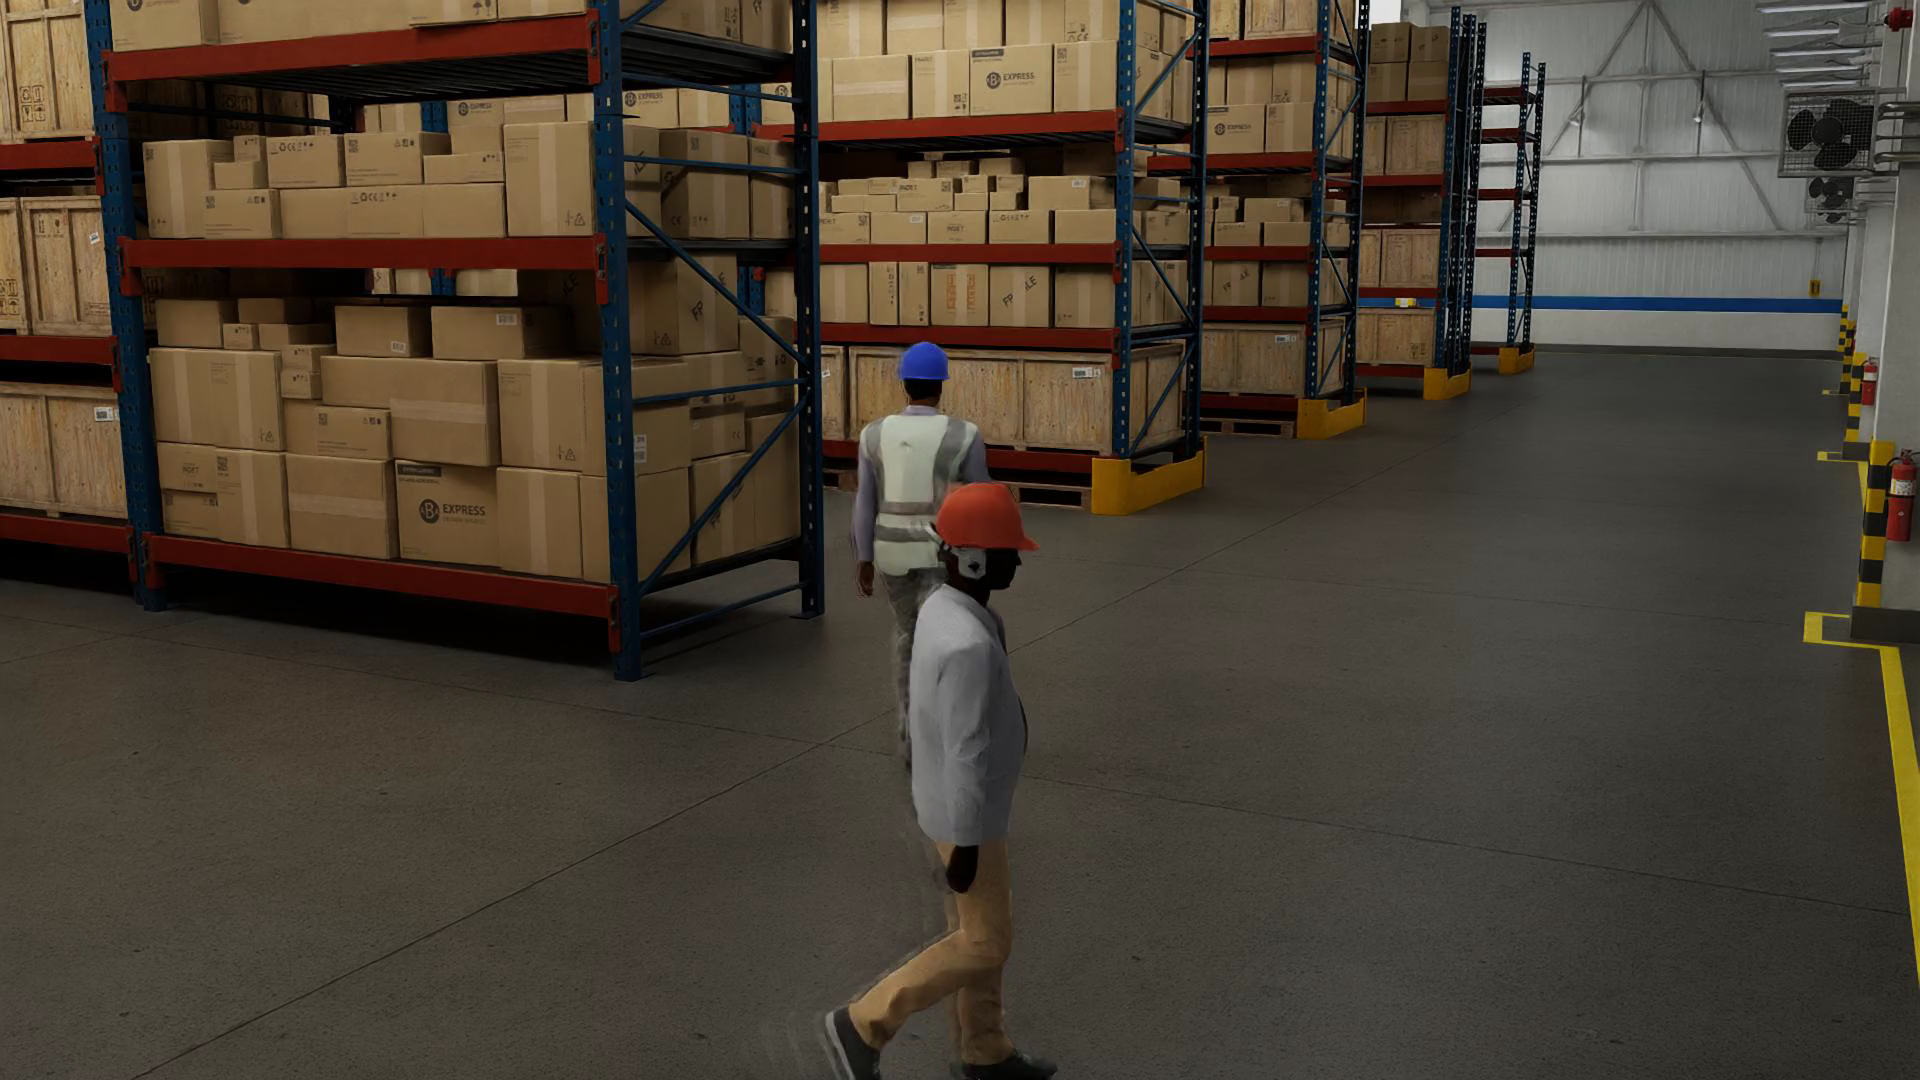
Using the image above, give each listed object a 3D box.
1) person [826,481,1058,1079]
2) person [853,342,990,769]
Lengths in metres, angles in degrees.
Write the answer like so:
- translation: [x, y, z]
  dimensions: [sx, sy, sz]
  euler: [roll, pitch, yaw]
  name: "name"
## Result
- translation: [-0.033, 0.700, 4.516]
  dimensions: [0.582, 1.736, 0.570]
  euler: [-1, 10, -7]
  name: "person"
- translation: [-0.123, 0.053, 7.697]
  dimensions: [0.623, 1.919, 0.760]
  euler: [4, 11, 23]
  name: "person"
